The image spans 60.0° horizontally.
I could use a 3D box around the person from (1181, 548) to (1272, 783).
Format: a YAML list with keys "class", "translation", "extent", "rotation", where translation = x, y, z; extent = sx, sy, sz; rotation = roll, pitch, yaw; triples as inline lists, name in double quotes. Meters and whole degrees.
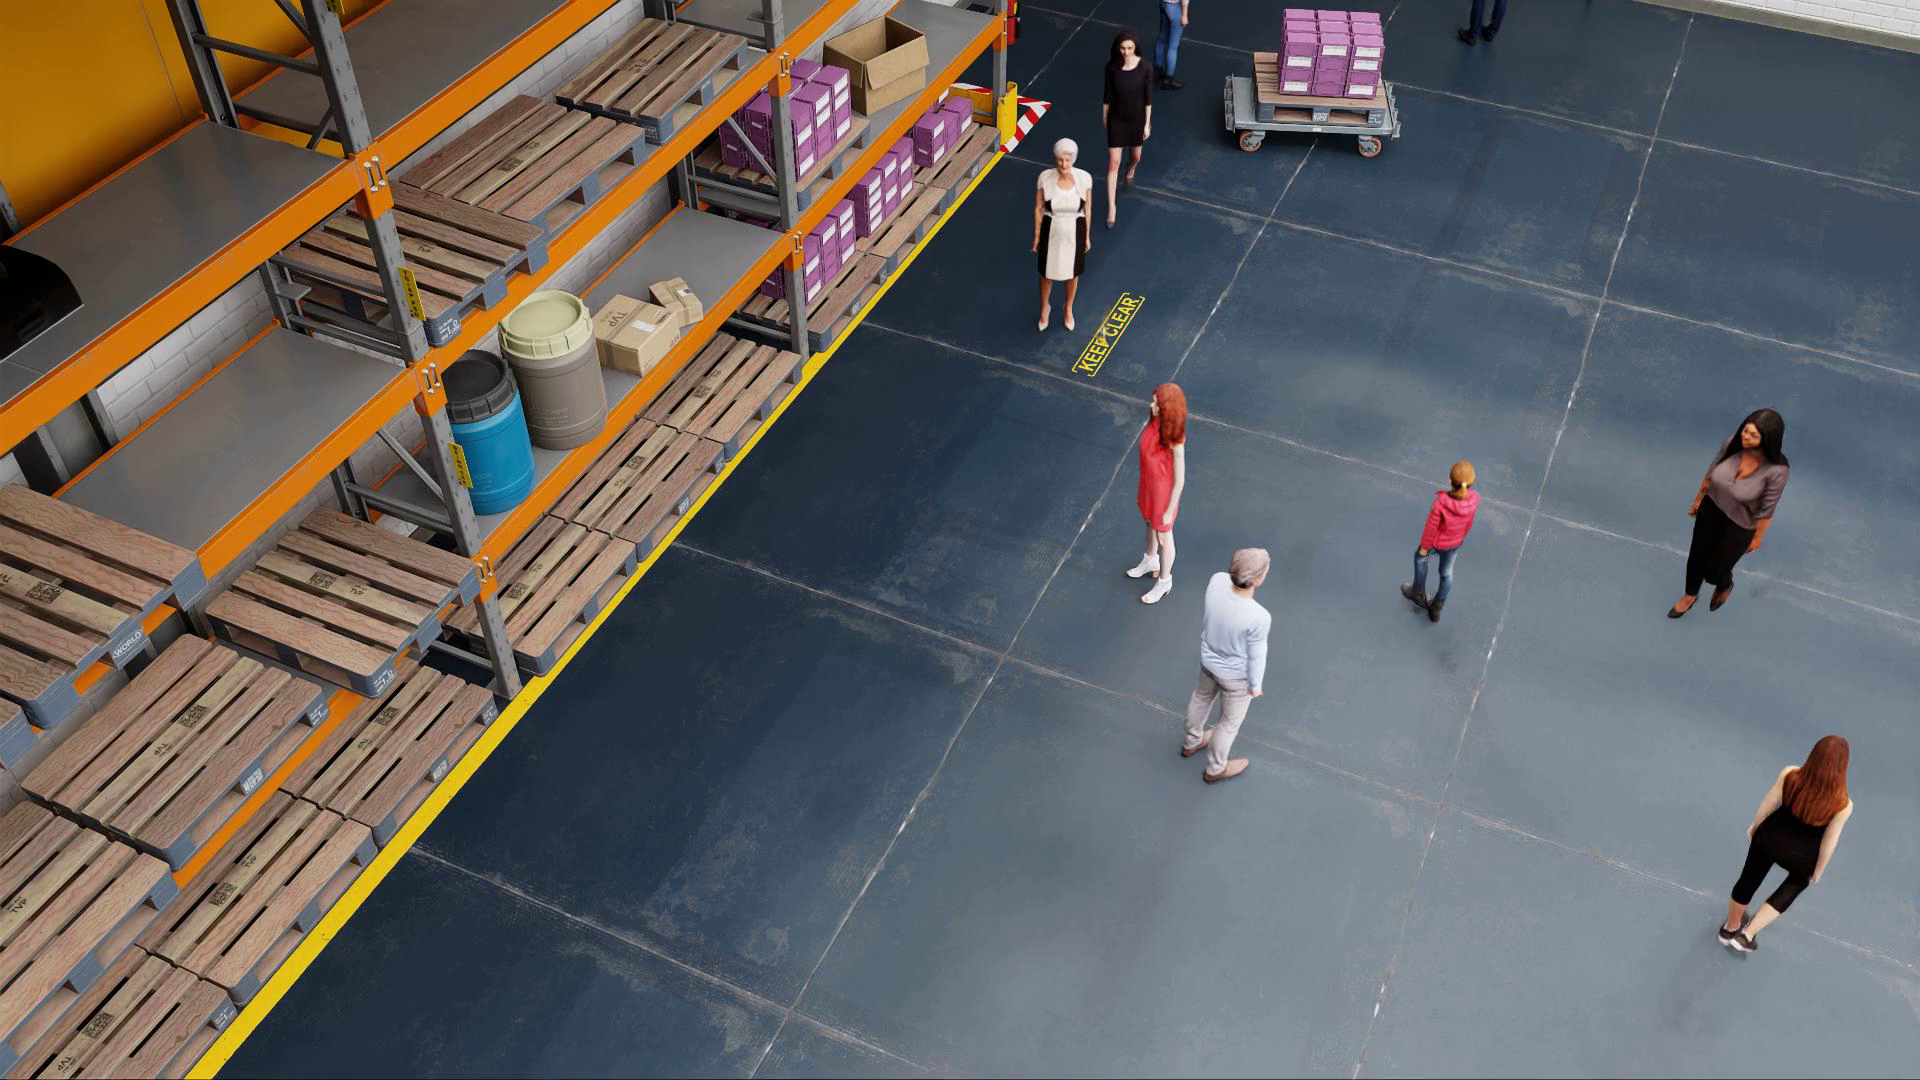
- class: "person"
  translation: [1.607, 0.758, 10.042]
  extent: [0.764, 1.888, 0.752]
  rotation: [-25, 49, -24]

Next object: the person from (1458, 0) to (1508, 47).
- class: "person"
  translation: [5.579, -6.050, 17.188]
  extent: [0.744, 1.889, 0.790]
  rotation: [-11, 45, -11]

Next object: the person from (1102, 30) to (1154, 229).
- class: "person"
  translation: [1.506, -3.729, 14.839]
  extent: [0.820, 1.767, 1.151]
  rotation: [4, 44, 4]

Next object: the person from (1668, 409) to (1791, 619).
- class: "person"
  translation: [5.161, -0.148, 11.038]
  extent: [0.883, 1.826, 0.828]
  rotation: [-22, 48, -22]

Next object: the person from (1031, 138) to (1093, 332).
- class: "person"
  translation: [0.835, -2.476, 13.534]
  extent: [0.711, 1.754, 0.674]
  rotation: [1, 44, 1]

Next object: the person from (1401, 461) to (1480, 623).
- class: "person"
  translation: [3.290, 0.051, 11.206]
  extent: [0.664, 1.306, 0.723]
  rotation: [-8, 44, -8]

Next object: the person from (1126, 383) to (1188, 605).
- class: "person"
  translation: [1.353, -0.324, 11.222]
  extent: [0.734, 1.827, 0.660]
  rotation: [-12, 45, -12]

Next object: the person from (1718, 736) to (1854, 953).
- class: "person"
  translation: [4.493, 1.734, 9.141]
  extent: [0.775, 1.718, 0.717]
  rotation: [-31, 52, -28]

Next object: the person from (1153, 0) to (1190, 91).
- class: "person"
  translation: [2.117, -5.311, 16.599]
  extent: [0.715, 1.630, 0.667]
  rotation: [-17, 46, -17]
